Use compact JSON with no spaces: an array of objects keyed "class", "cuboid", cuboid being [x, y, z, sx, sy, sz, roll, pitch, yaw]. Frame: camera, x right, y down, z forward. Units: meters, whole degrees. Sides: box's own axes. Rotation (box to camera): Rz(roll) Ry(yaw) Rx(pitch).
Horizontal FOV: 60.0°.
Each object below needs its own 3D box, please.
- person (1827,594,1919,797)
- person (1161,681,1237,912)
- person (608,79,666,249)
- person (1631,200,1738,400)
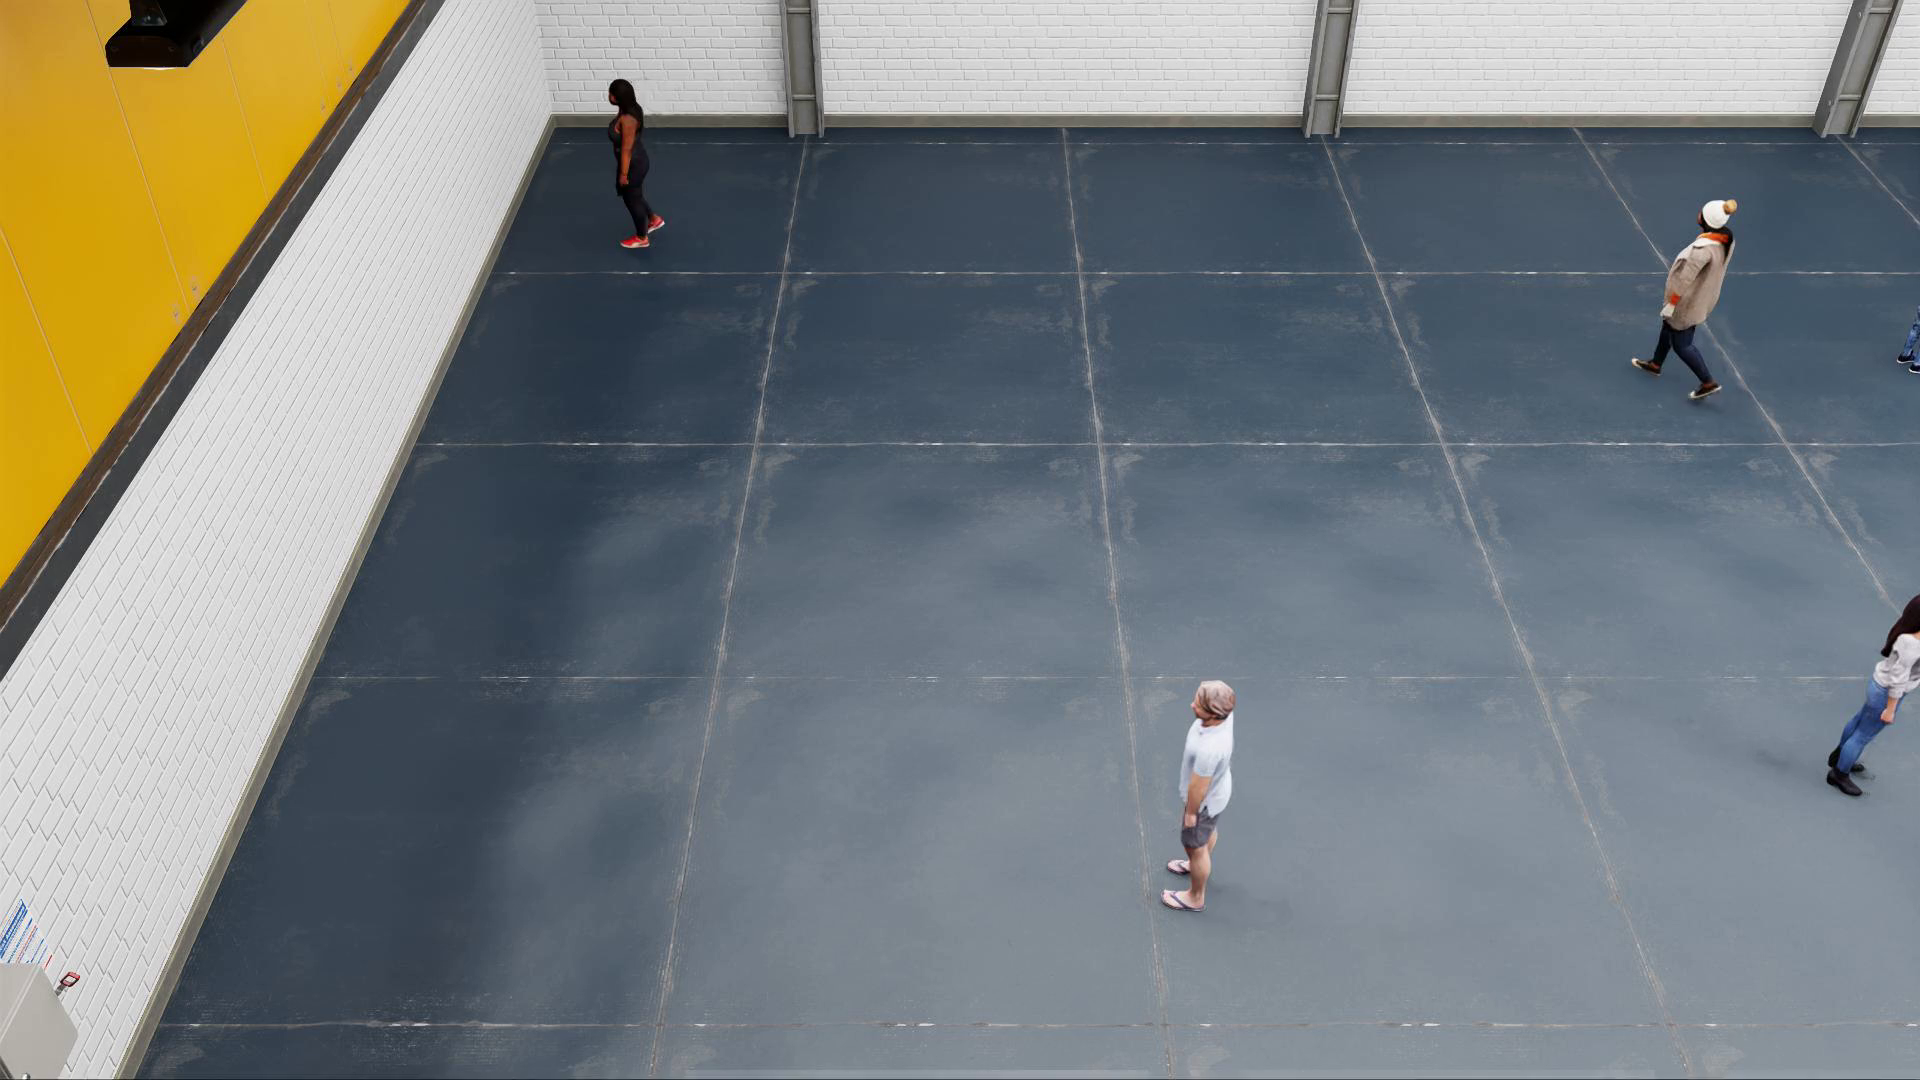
[{"class":"person","cuboid":[6.078,0.985,10.926,0.668,1.632,0.677,18,42,22]},{"class":"person","cuboid":[1.502,1.537,10.073,0.675,1.832,0.709,10,40,13]},{"class":"person","cuboid":[-3.226,-3.779,16.753,0.717,1.803,0.709,-3,39,-4]},{"class":"person","cuboid":[6.515,-2.097,14.601,1.211,1.861,1.137,30,47,32]}]
